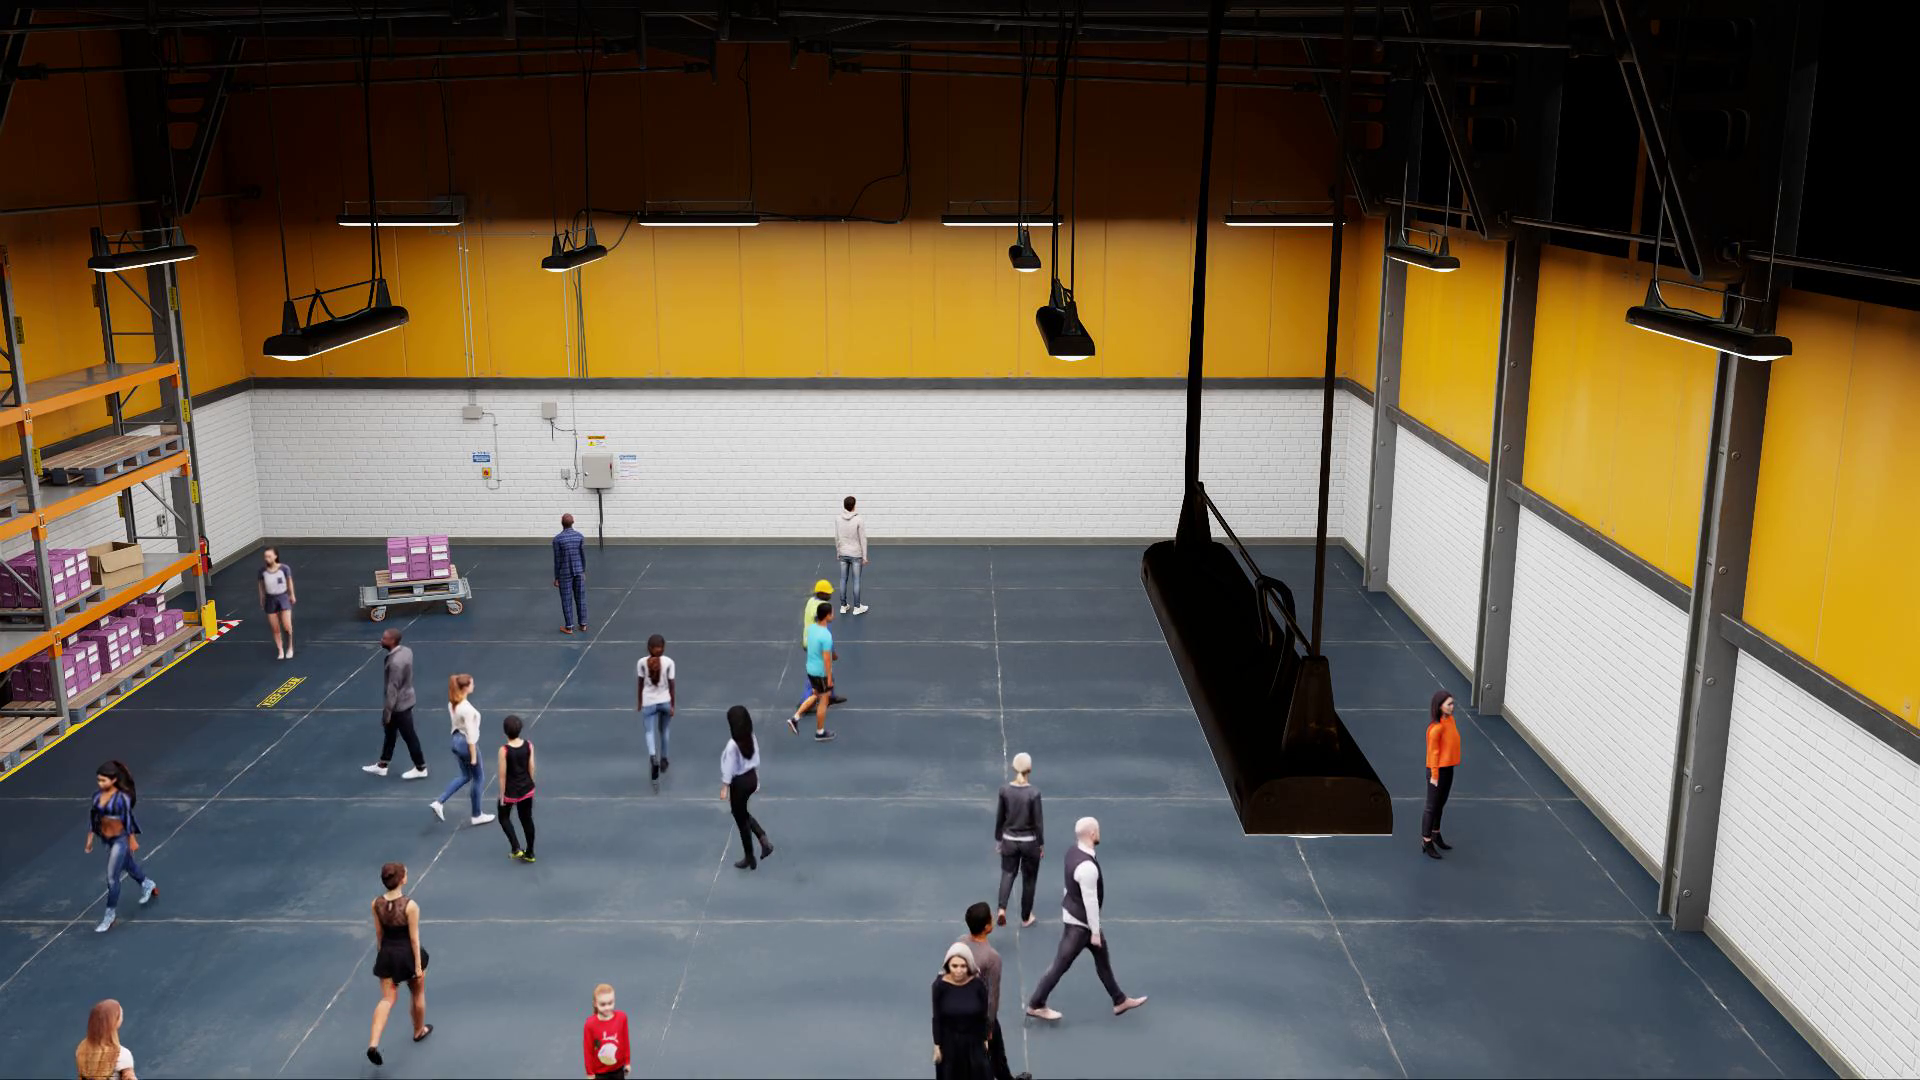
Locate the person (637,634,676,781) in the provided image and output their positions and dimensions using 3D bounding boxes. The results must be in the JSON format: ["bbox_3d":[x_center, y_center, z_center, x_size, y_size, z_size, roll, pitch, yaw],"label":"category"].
[{"bbox_3d":[-3.493,1.934,19.107,0.701,1.704,1.009,-2,14,-9],"label":"person"}]

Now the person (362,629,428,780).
[{"bbox_3d":[-6.324,1.892,19.085,0.951,1.797,0.984,-3,14,-14],"label":"person"}]

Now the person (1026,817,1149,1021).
[{"bbox_3d":[0.909,3.197,13.756,0.893,1.767,1.248,-1,14,-6],"label":"person"}]

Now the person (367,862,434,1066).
[{"bbox_3d":[-4.521,3.378,13.257,0.715,1.650,1.065,3,14,12],"label":"person"}]

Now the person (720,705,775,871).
[{"bbox_3d":[-2.101,2.514,16.652,0.832,1.732,0.777,6,15,23],"label":"person"}]

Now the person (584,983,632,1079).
[{"bbox_3d":[-2.573,3.838,12.141,0.575,1.281,0.609,-8,16,-31],"label":"person"}]

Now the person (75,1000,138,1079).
[{"bbox_3d":[-5.710,3.898,11.059,0.749,1.673,0.882,5,14,20],"label":"person"}]

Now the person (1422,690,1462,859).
[{"bbox_3d":[4.943,2.386,17.145,0.771,1.748,0.685,10,17,36],"label":"person"}]

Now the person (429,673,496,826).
[{"bbox_3d":[-5.357,2.261,17.758,0.990,1.703,0.950,-11,18,-39],"label":"person"}]

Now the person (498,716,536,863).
[{"bbox_3d":[-4.470,2.556,16.891,0.689,1.537,0.745,-12,18,-41],"label":"person"}]

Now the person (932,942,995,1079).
[{"bbox_3d":[0.015,3.661,11.927,0.618,1.726,0.645,0,14,-2],"label":"person"}]

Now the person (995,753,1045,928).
[{"bbox_3d":[0.542,2.821,15.417,0.769,1.716,0.874,5,15,20],"label":"person"}]

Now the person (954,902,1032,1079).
[{"bbox_3d":[0.040,3.562,12.341,1.091,1.724,1.175,8,16,29],"label":"person"}]

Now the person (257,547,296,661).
[{"bbox_3d":[-9.664,0.879,23.597,0.671,1.641,0.632,-2,14,-9],"label":"person"}]

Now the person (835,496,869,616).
[{"bbox_3d":[-1.711,0.225,25.847,0.736,1.853,0.688,5,14,18],"label":"person"}]

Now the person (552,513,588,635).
[{"bbox_3d":[-5.822,0.482,24.861,0.758,1.818,0.794,-11,17,-37],"label":"person"}]

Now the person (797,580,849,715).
[{"bbox_3d":[-1.907,1.381,21.259,0.984,1.765,1.003,-6,15,-23],"label":"person"}]

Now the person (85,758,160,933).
[{"bbox_3d":[-7.903,2.823,15.700,0.873,1.579,1.135,5,15,20],"label":"person"}]

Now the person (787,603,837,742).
[{"bbox_3d":[-1.789,1.633,20.233,0.968,1.759,0.940,-10,17,-36],"label":"person"}]
